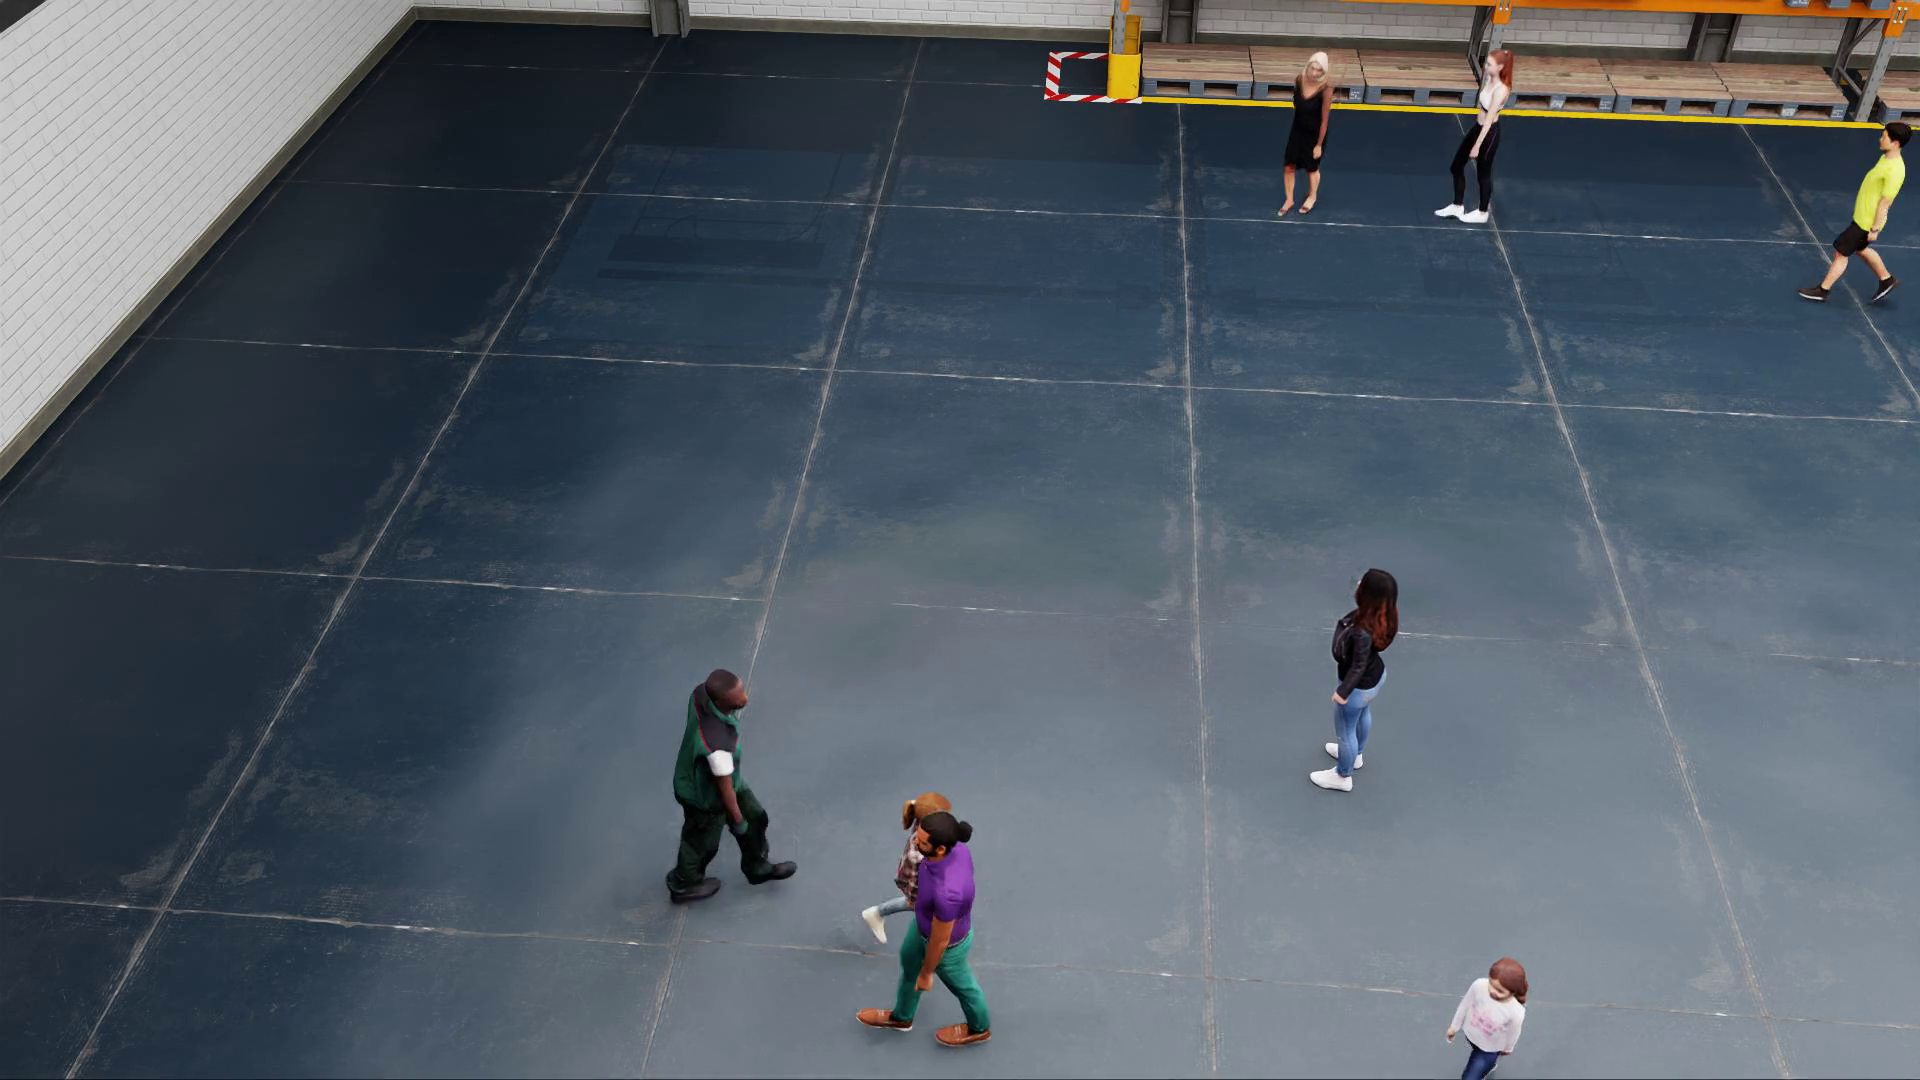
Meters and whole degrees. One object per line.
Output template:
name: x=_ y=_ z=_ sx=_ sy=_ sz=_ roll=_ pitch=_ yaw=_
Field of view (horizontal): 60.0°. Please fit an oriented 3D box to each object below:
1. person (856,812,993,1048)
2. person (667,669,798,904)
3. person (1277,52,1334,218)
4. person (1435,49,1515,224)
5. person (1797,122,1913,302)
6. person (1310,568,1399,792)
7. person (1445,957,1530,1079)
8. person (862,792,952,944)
person: x=0.019 y=1.981 z=8.368 sx=1.002 sy=1.749 sz=0.781 roll=-4 pitch=39 yaw=-5
person: x=-1.427 y=1.373 z=9.101 sx=1.042 sy=1.784 sz=0.810 roll=-10 pitch=40 yaw=-13
person: x=3.318 y=-3.834 z=15.692 sx=0.868 sy=1.695 sz=0.815 roll=-26 pitch=45 yaw=-28
person: x=4.998 y=-3.751 z=15.560 sx=0.738 sy=1.731 sz=0.637 roll=0 pitch=39 yaw=0
person: x=7.954 y=-2.787 z=14.392 sx=1.102 sy=1.683 sz=0.806 roll=12 pitch=40 yaw=15
person: x=2.380 y=0.819 z=9.914 sx=0.712 sy=1.635 sz=0.719 roll=21 pitch=43 yaw=24
person: x=2.661 y=2.439 z=8.326 sx=0.833 sy=1.086 sz=0.746 roll=-24 pitch=45 yaw=-27
person: x=-0.285 y=1.818 z=8.948 sx=0.818 sy=1.280 sz=0.589 roll=8 pitch=39 yaw=10
